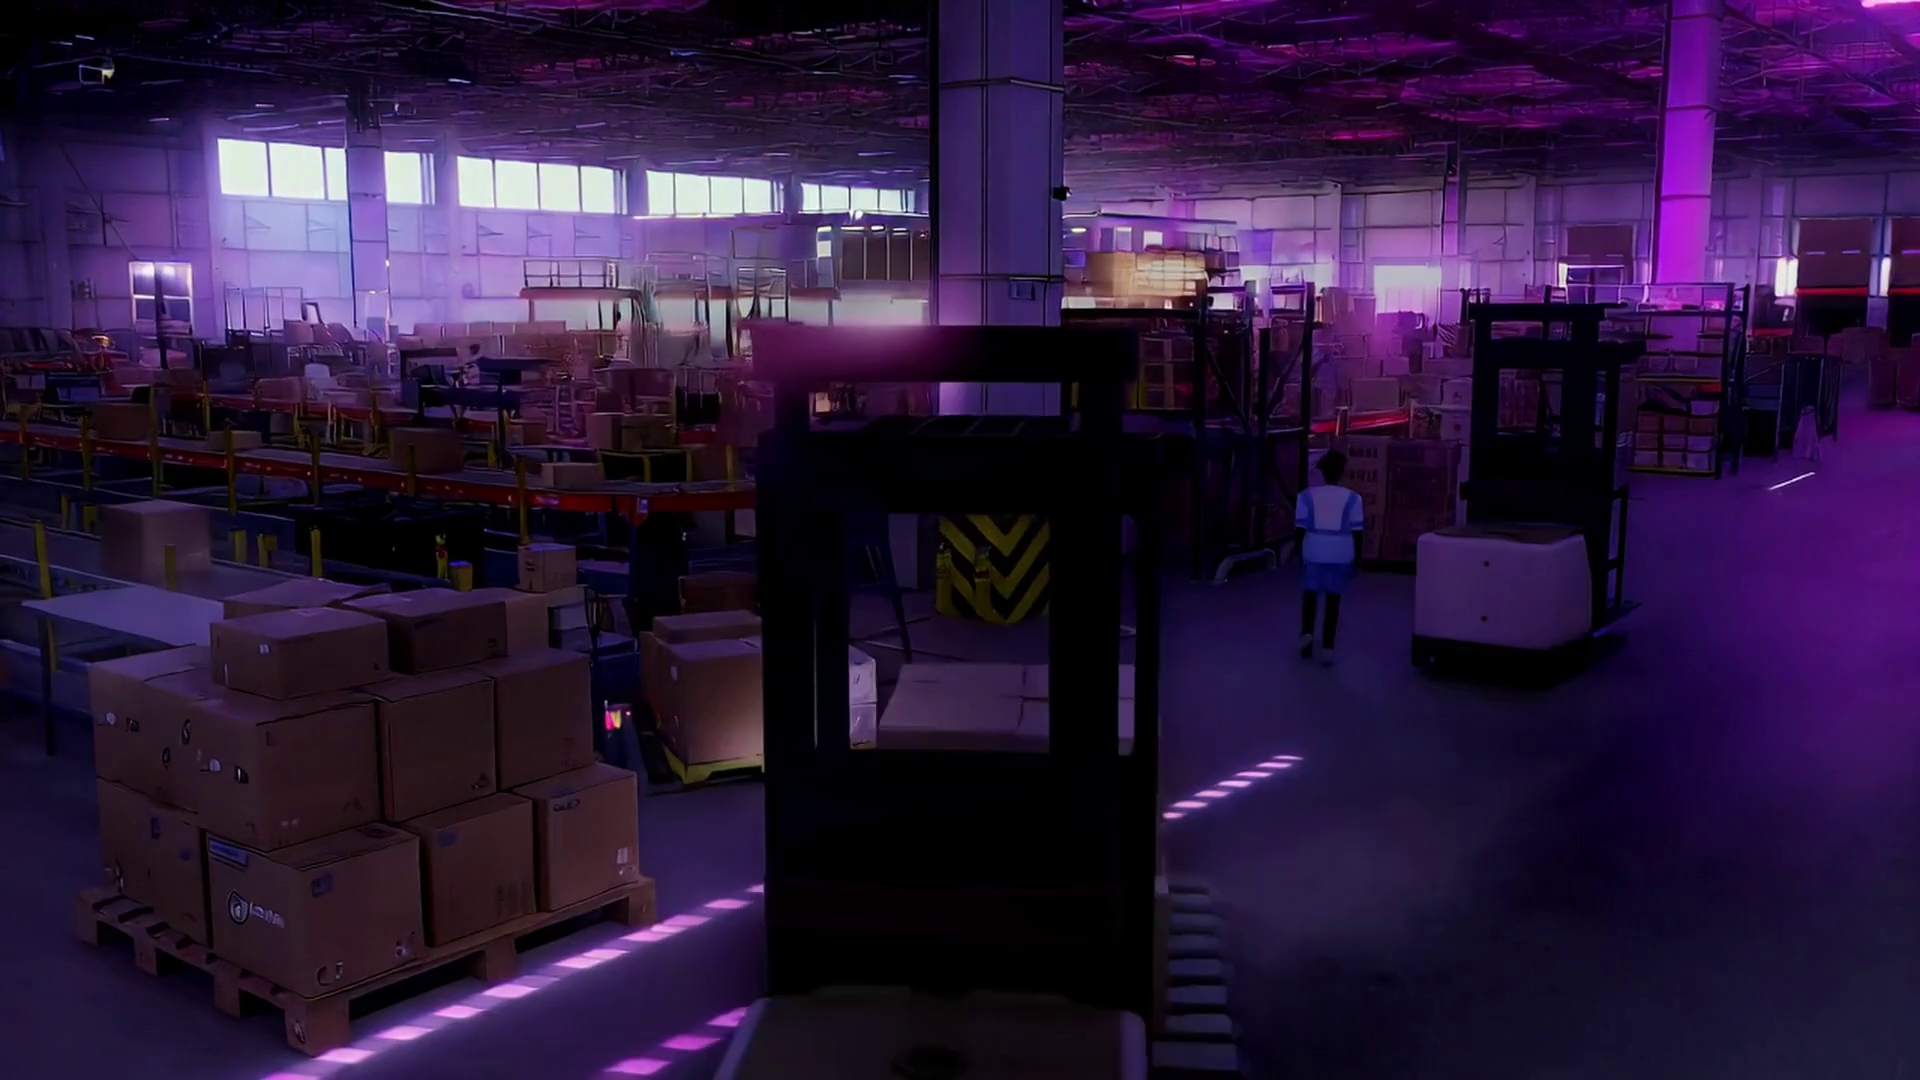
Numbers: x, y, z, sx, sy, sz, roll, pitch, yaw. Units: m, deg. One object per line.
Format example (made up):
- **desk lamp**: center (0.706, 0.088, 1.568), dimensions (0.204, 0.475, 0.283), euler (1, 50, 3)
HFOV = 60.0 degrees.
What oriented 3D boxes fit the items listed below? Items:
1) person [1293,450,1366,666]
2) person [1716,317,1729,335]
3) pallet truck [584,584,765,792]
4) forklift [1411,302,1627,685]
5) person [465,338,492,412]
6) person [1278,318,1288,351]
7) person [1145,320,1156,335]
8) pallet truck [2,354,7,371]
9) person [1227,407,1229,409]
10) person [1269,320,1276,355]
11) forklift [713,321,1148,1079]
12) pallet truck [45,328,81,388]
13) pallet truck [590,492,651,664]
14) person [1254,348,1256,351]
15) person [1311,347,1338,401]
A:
- **person**: center (2.885, 0.135, 12.998), dimensions (0.547, 1.678, 0.444), euler (2, 9, 16)
- **person**: center (33.114, -8.751, 72.154), dimensions (0.590, 1.912, 0.668), euler (-1, 9, -8)
- **pallet truck**: center (-1.426, 0.805, 10.019), dimensions (1.601, 1.201, 0.680), euler (-4, 9, -26)
- **forklift**: center (4.379, -0.438, 12.852), dimensions (1.129, 2.768, 1.873), euler (7, 11, 37)
- **person**: center (-9.562, -2.999, 32.993), dimensions (0.544, 2.018, 0.628), euler (3, 9, 21)
- **person**: center (15.383, -9.796, 79.097), dimensions (0.604, 1.937, 0.403), euler (-3, 9, -17)
- **person**: center (6.934, -6.980, 60.101), dimensions (0.604, 1.950, 0.549), euler (-2, 9, -13)
- **pallet truck**: center (-24.881, -4.417, 42.634), dimensions (1.885, 1.965, 0.823), euler (8, 11, 41)
- **person**: center (4.985, -2.333, 29.810), dimensions (0.507, 1.631, 0.268), euler (-6, 10, -35)
- **person**: center (13.893, -9.003, 74.484), dimensions (0.489, 1.723, 0.708), euler (2, 9, 11)
- **forklift**: center (-0.028, 0.827, 4.327), dimensions (1.129, 2.768, 1.873), euler (1, 8, 5)
- **pallet truck**: center (-23.775, -4.544, 43.495), dimensions (1.885, 1.965, 0.823), euler (6, 10, 35)
- **pallet truck**: center (-3.115, 0.344, 12.883), dimensions (0.653, 1.274, 1.630), euler (7, 11, 37)
- **person**: center (14.156, -10.077, 81.224), dimensions (0.626, 1.870, 0.590), euler (4, 9, 27)
- **person**: center (7.544, -3.097, 34.446), dimensions (0.584, 1.796, 0.911), euler (8, 12, 43)
